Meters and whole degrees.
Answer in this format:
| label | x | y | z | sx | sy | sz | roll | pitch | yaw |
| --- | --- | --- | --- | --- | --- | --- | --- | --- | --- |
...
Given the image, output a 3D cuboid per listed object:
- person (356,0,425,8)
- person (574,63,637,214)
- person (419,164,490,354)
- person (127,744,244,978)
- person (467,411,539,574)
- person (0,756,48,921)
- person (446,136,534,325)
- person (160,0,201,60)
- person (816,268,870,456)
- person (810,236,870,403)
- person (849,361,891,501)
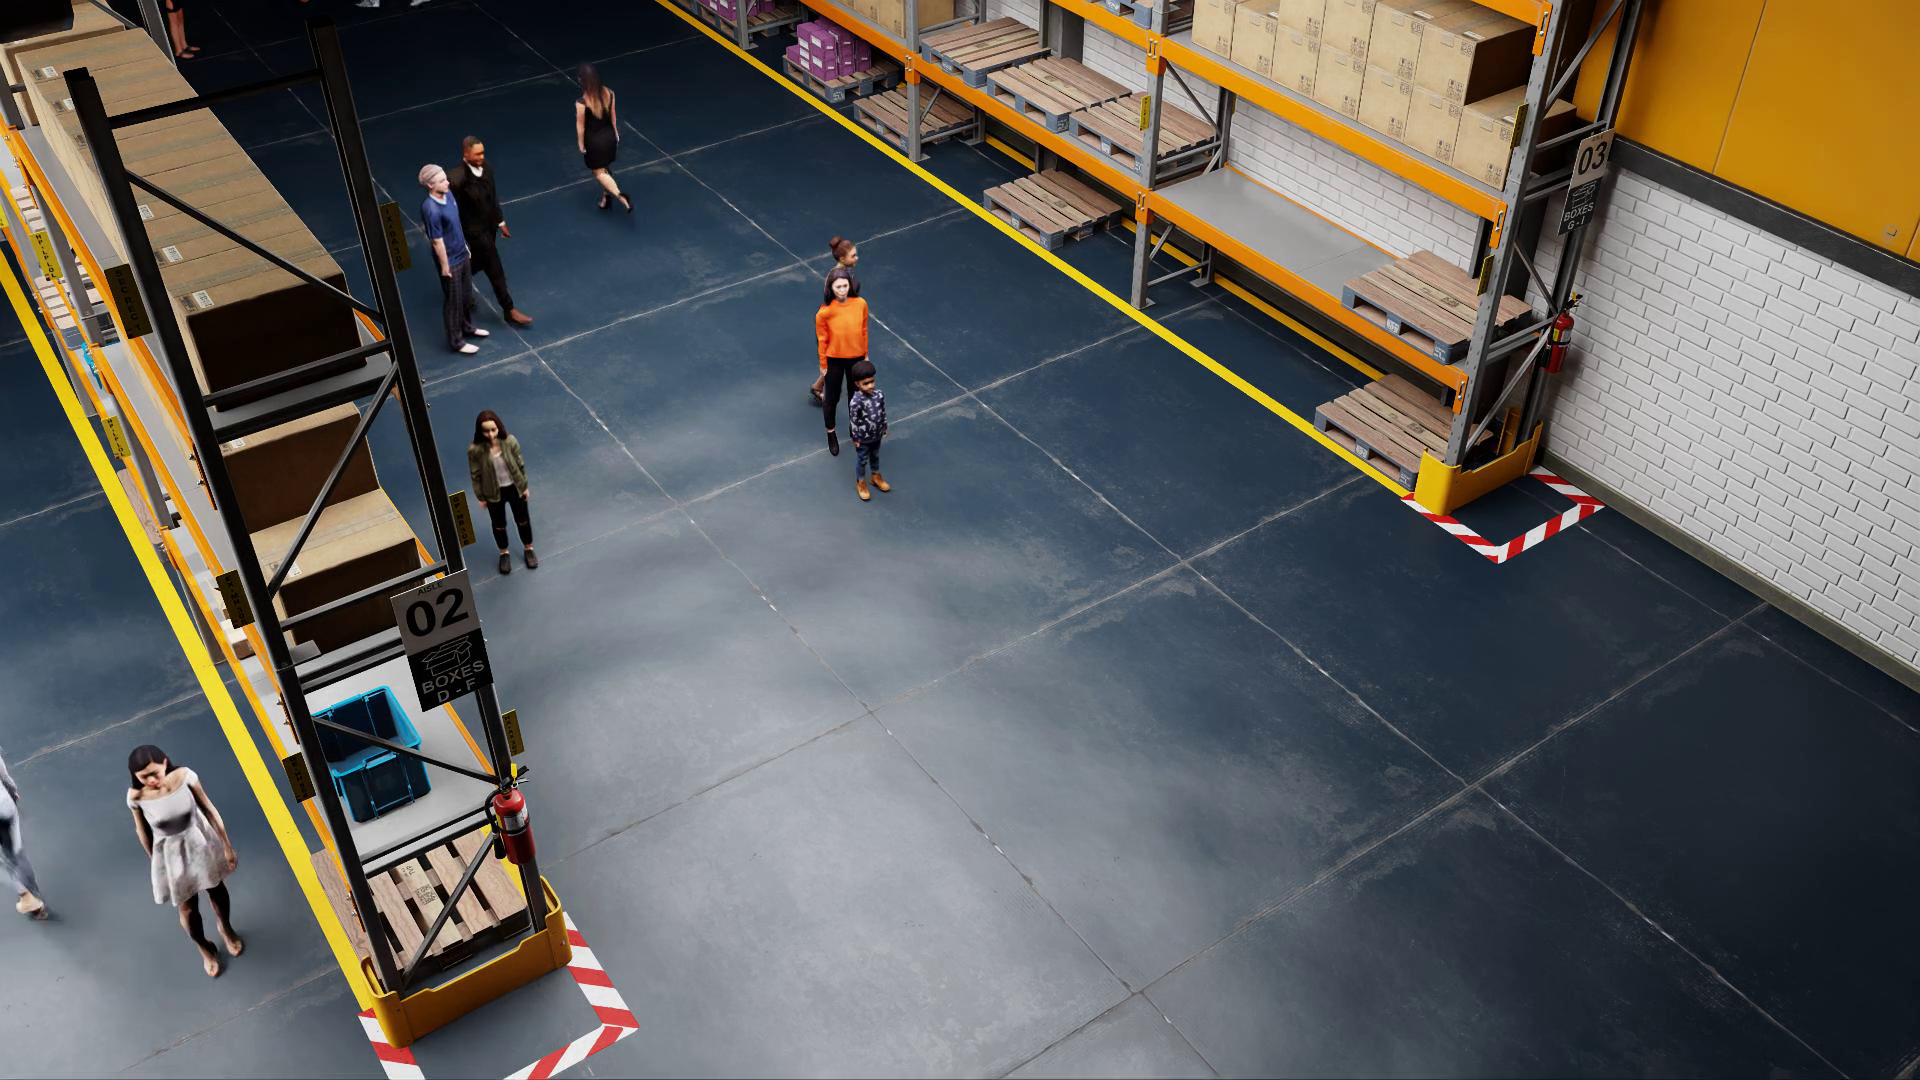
| label | x | y | z | sx | sy | sz | roll | pitch | yaw |
| --- | --- | --- | --- | --- | --- | --- | --- | --- | --- |
| person | -7.632 | -7.987 | 22.196 | 0.904 | 1.818 | 1.205 | -15 | 41 | -18 |
| person | -3.728 | -4.152 | 17.493 | 1.002 | 1.696 | 0.802 | 27 | 46 | 30 |
| person | -4.739 | -2.626 | 15.442 | 0.783 | 1.870 | 0.705 | 4 | 39 | 5 |
| person | -4.610 | 1.829 | 9.946 | 0.635 | 1.768 | 0.653 | -23 | 44 | -26 |
| person | -3.554 | -0.394 | 12.963 | 0.613 | 1.475 | 0.569 | -14 | 41 | -17 |
| person | -5.870 | 1.707 | 10.083 | 0.717 | 1.785 | 0.688 | 26 | 45 | 29 |
| person | -4.672 | -2.991 | 15.911 | 1.399 | 1.855 | 1.152 | 19 | 42 | 22 |
| person | -10.014 | -6.920 | 21.071 | 0.695 | 1.554 | 0.621 | 0 | 39 | 0 |
| person | -0.992 | -1.543 | 14.183 | 0.654 | 1.749 | 0.599 | -17 | 41 | -20 |
| person | -1.078 | -1.897 | 14.695 | 0.963 | 1.663 | 0.875 | 7 | 39 | 9 |
| person | -0.765 | -0.929 | 13.813 | 0.495 | 1.251 | 0.500 | -25 | 45 | -28 |
